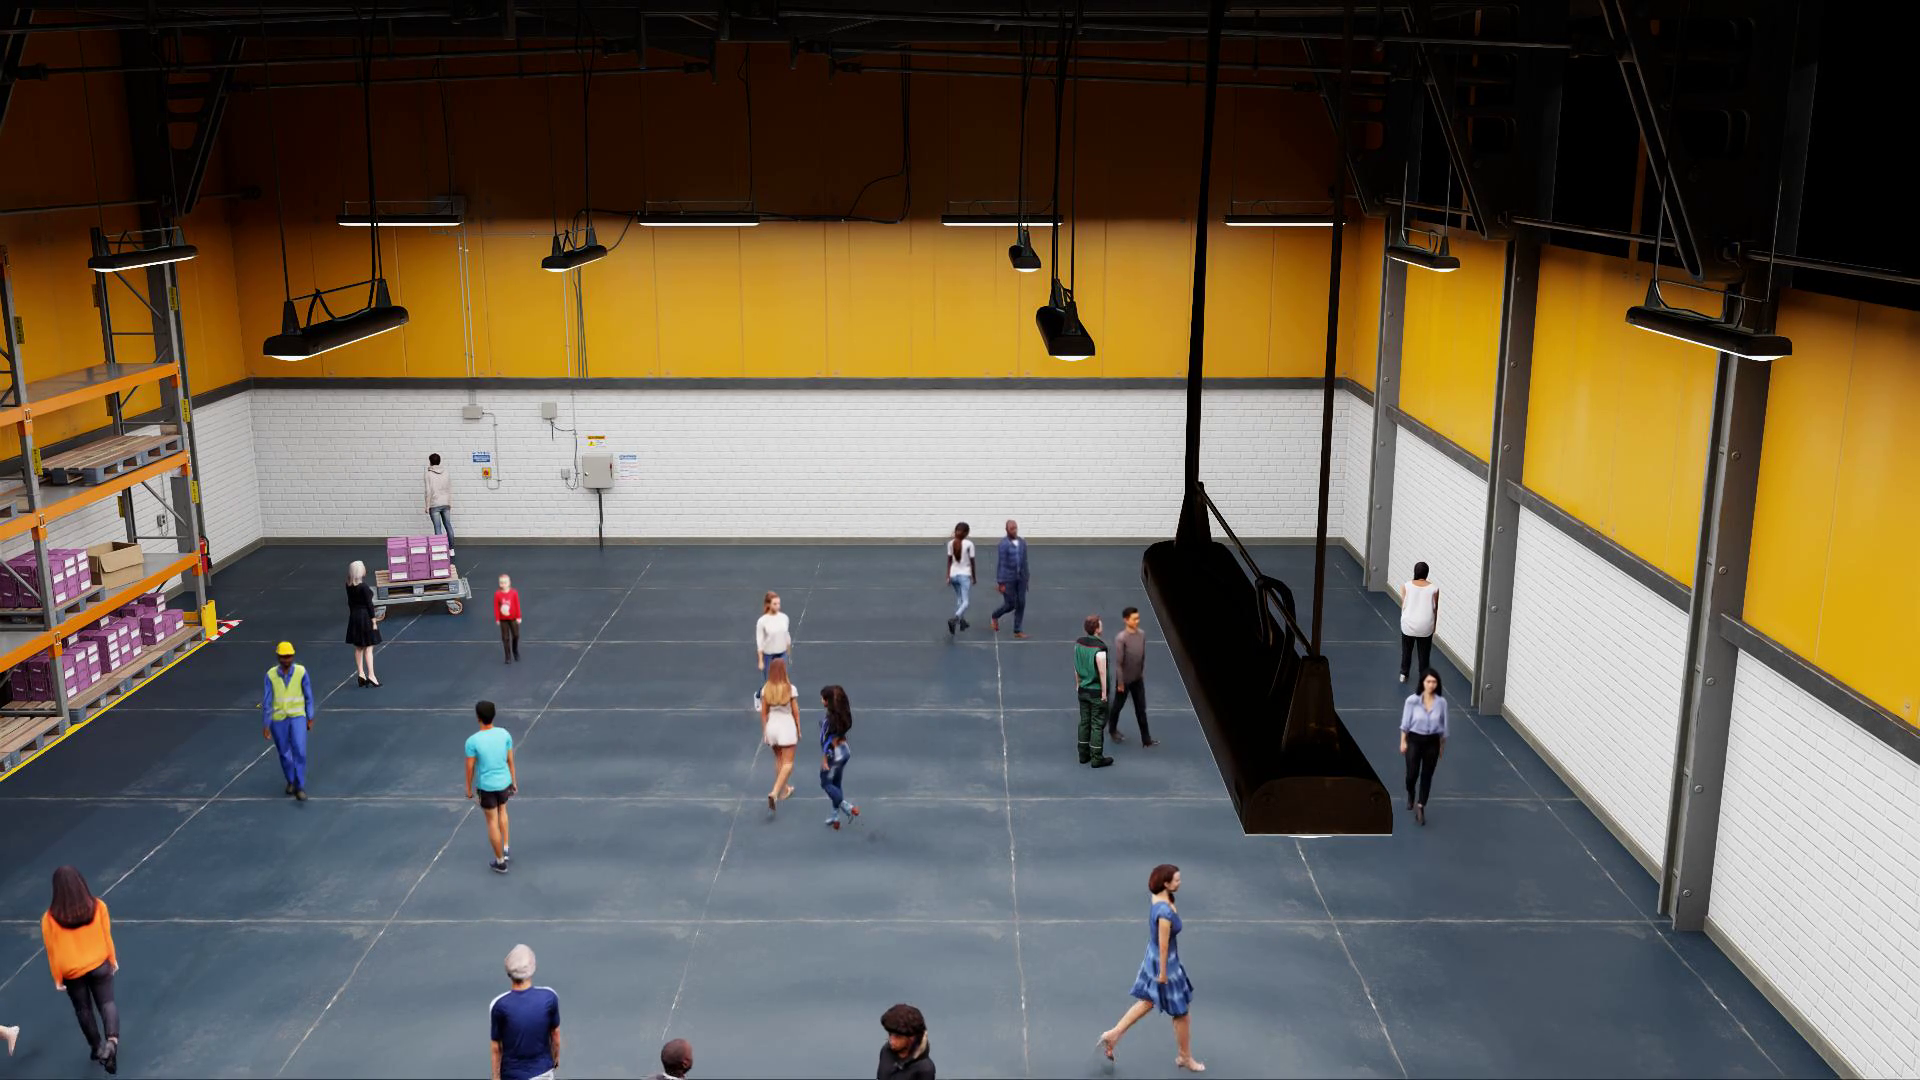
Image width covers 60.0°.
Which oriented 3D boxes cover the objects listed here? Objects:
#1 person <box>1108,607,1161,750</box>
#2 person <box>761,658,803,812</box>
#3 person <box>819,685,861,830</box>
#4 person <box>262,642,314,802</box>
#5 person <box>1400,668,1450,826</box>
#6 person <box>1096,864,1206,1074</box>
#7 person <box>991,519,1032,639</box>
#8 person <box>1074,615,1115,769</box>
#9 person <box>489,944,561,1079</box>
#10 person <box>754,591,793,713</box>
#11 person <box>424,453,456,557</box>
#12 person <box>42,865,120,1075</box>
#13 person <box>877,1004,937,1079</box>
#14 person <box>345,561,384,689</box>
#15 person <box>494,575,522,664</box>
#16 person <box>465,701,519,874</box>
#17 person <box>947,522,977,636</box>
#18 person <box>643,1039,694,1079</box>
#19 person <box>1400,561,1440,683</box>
[{"bbox_3d":[1.994,1.661,20.180,1.221,1.728,1.066,-1,14,-5],"label":"person"},{"bbox_3d":[-1.991,2.150,18.279,0.753,1.673,1.077,4,14,15],"label":"person"},{"bbox_3d":[-1.267,2.324,17.688,0.862,1.614,0.820,9,16,33],"label":"person"},{"bbox_3d":[-7.546,1.990,18.698,0.848,1.787,1.007,-4,14,-16],"label":"person"},{"bbox_3d":[4.985,2.218,17.953,0.687,1.695,0.714,1,14,6],"label":"person"},{"bbox_3d":[1.506,3.372,13.016,0.819,1.775,1.065,-2,14,-9],"label":"person"},{"bbox_3d":[0.723,0.562,24.569,0.981,1.800,1.053,-13,18,-42],"label":"person"},{"bbox_3d":[1.567,1.754,19.552,0.804,1.843,0.735,-12,18,-40],"label":"person"},{"bbox_3d":[-2.981,3.723,11.493,0.900,1.809,1.043,-7,15,-26],"label":"person"},{"bbox_3d":[-2.381,1.478,20.988,0.884,1.705,0.990,-9,17,-34],"label":"person"},{"bbox_3d":[-9.181,-0.617,29.325,0.818,1.852,0.742,11,18,39],"label":"person"},{"bbox_3d":[-6.833,3.403,12.996,0.972,1.724,1.070,-10,17,-35],"label":"person"},{"bbox_3d":[-0.309,3.856,11.060,0.838,1.756,0.920,8,16,30],"label":"person"},{"bbox_3d":[-8.026,1.123,22.365,0.693,1.747,0.716,8,16,29],"label":"person"},{"bbox_3d":[-6.381,1.095,23.482,0.563,1.275,0.579,-4,14,-15],"label":"person"},{"bbox_3d":[-4.637,2.497,16.665,0.771,1.759,0.814,-9,16,-34],"label":"person"},{"bbox_3d":[-0.009,0.599,24.632,0.866,1.698,1.095,6,15,24],"label":"person"},{"bbox_3d":[-1.837,4.001,10.360,0.895,1.802,0.910,8,16,31],"label":"person"},{"bbox_3d":[6.204,1.109,22.553,0.748,1.686,0.756,6,15,24],"label":"person"}]
